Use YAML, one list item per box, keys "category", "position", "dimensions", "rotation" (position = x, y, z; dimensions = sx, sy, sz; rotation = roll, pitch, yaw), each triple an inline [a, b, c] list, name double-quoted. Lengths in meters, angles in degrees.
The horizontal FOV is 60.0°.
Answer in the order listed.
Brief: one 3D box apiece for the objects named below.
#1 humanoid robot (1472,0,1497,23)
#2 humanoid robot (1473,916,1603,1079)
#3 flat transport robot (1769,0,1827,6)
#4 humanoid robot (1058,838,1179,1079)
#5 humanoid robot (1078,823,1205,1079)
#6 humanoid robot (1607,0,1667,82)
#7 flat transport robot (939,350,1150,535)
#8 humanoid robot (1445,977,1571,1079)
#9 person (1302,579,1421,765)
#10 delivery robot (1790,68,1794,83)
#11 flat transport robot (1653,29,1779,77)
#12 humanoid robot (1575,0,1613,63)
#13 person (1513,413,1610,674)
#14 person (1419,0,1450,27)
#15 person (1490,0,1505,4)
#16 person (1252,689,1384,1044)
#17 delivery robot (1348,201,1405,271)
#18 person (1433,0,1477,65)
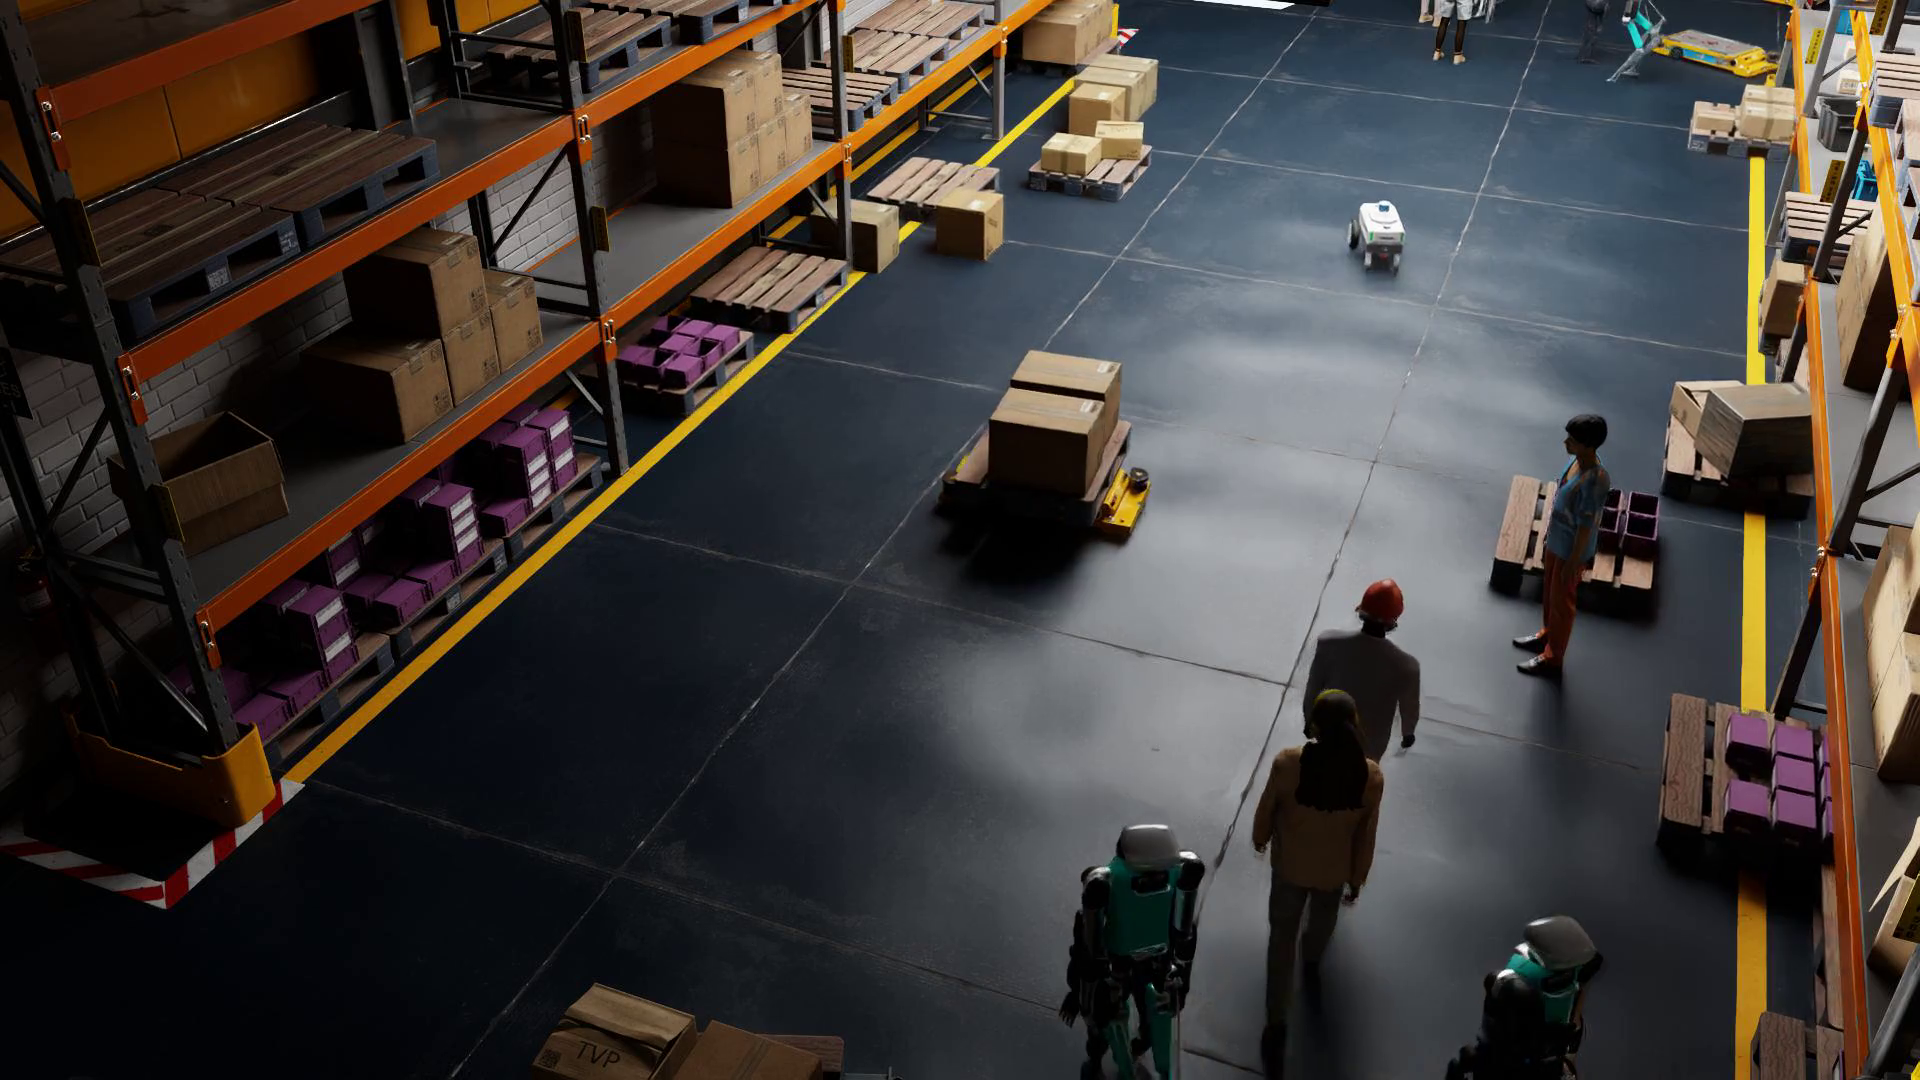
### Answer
- category: "humanoid robot"
  position: [7.208, -7.841, 22.447]
  dimensions: [0.696, 1.878, 0.545]
  rotation: [-28, 42, -36]
- category: "humanoid robot"
  position: [2.371, 2.356, 6.622]
  dimensions: [0.561, 1.780, 0.906]
  rotation: [-15, 36, -22]
- category: "flat transport robot"
  position: [12.148, -7.863, 23.760]
  dimensions: [1.431, 0.231, 0.659]
  rotation: [-27, 41, -35]
- category: "humanoid robot"
  position: [0.718, 1.888, 7.374]
  dimensions: [0.609, 1.638, 0.364]
  rotation: [-17, 36, -24]
- category: "humanoid robot"
  position: [0.828, 2.111, 7.042]
  dimensions: [0.556, 1.870, 0.790]
  rotation: [-10, 34, -14]
- category: "humanoid robot"
  position: [8.331, -6.424, 20.190]
  dimensions: [0.750, 1.790, 0.530]
  rotation: [14, 35, 21]
- category: "flat transport robot"
  position: [0.623, -0.383, 12.184]
  dimensions: [1.431, 0.231, 0.659]
  rotation: [10, 34, 15]
- category: "humanoid robot"
  position: [2.155, 2.366, 6.638]
  dimensions: [0.609, 1.650, 0.355]
  rotation: [-10, 34, -15]
- category: "person"
  position: [2.135, 0.941, 8.789]
  dimensions: [0.568, 1.729, 0.670]
  rotation: [24, 40, 33]
- category: "delivery robot"
  position: [10.560, -5.719, 20.185]
  dimensions: [0.802, 0.601, 0.499]
  rotation: [0, 33, -1]
- category: "flat transport robot"
  position: [9.618, -6.223, 21.223]
  dimensions: [0.659, 0.231, 1.431]
  rotation: [-22, 39, -30]
- category: "humanoid robot"
  position: [8.028, -6.829, 20.863]
  dimensions: [0.324, 1.654, 0.588]
  rotation: [-2, 33, -2]
- category: "person"
  position: [3.704, 0.021, 10.190]
  dimensions: [0.341, 1.759, 0.497]
  rotation: [2, 33, 4]
- category: "person"
  position: [6.465, -7.812, 22.292]
  dimensions: [0.305, 1.778, 0.462]
  rotation: [-19, 38, -27]
- category: "person"
  position: [7.794, -8.535, 23.312]
  dimensions: [0.722, 1.881, 0.557]
  rotation: [-26, 41, -34]
- category: "person"
  position: [1.647, 1.519, 7.791]
  dimensions: [0.551, 1.845, 0.861]
  rotation: [3, 33, 5]
- category: "delivery robot"
  position: [4.013, -2.937, 15.885]
  dimensions: [0.499, 0.608, 0.811]
  rotation: [2, 33, 3]
- category: "person"
  position: [6.258, -6.841, 20.866]
  dimensions: [0.533, 1.692, 0.320]
  rotation: [22, 39, 30]
